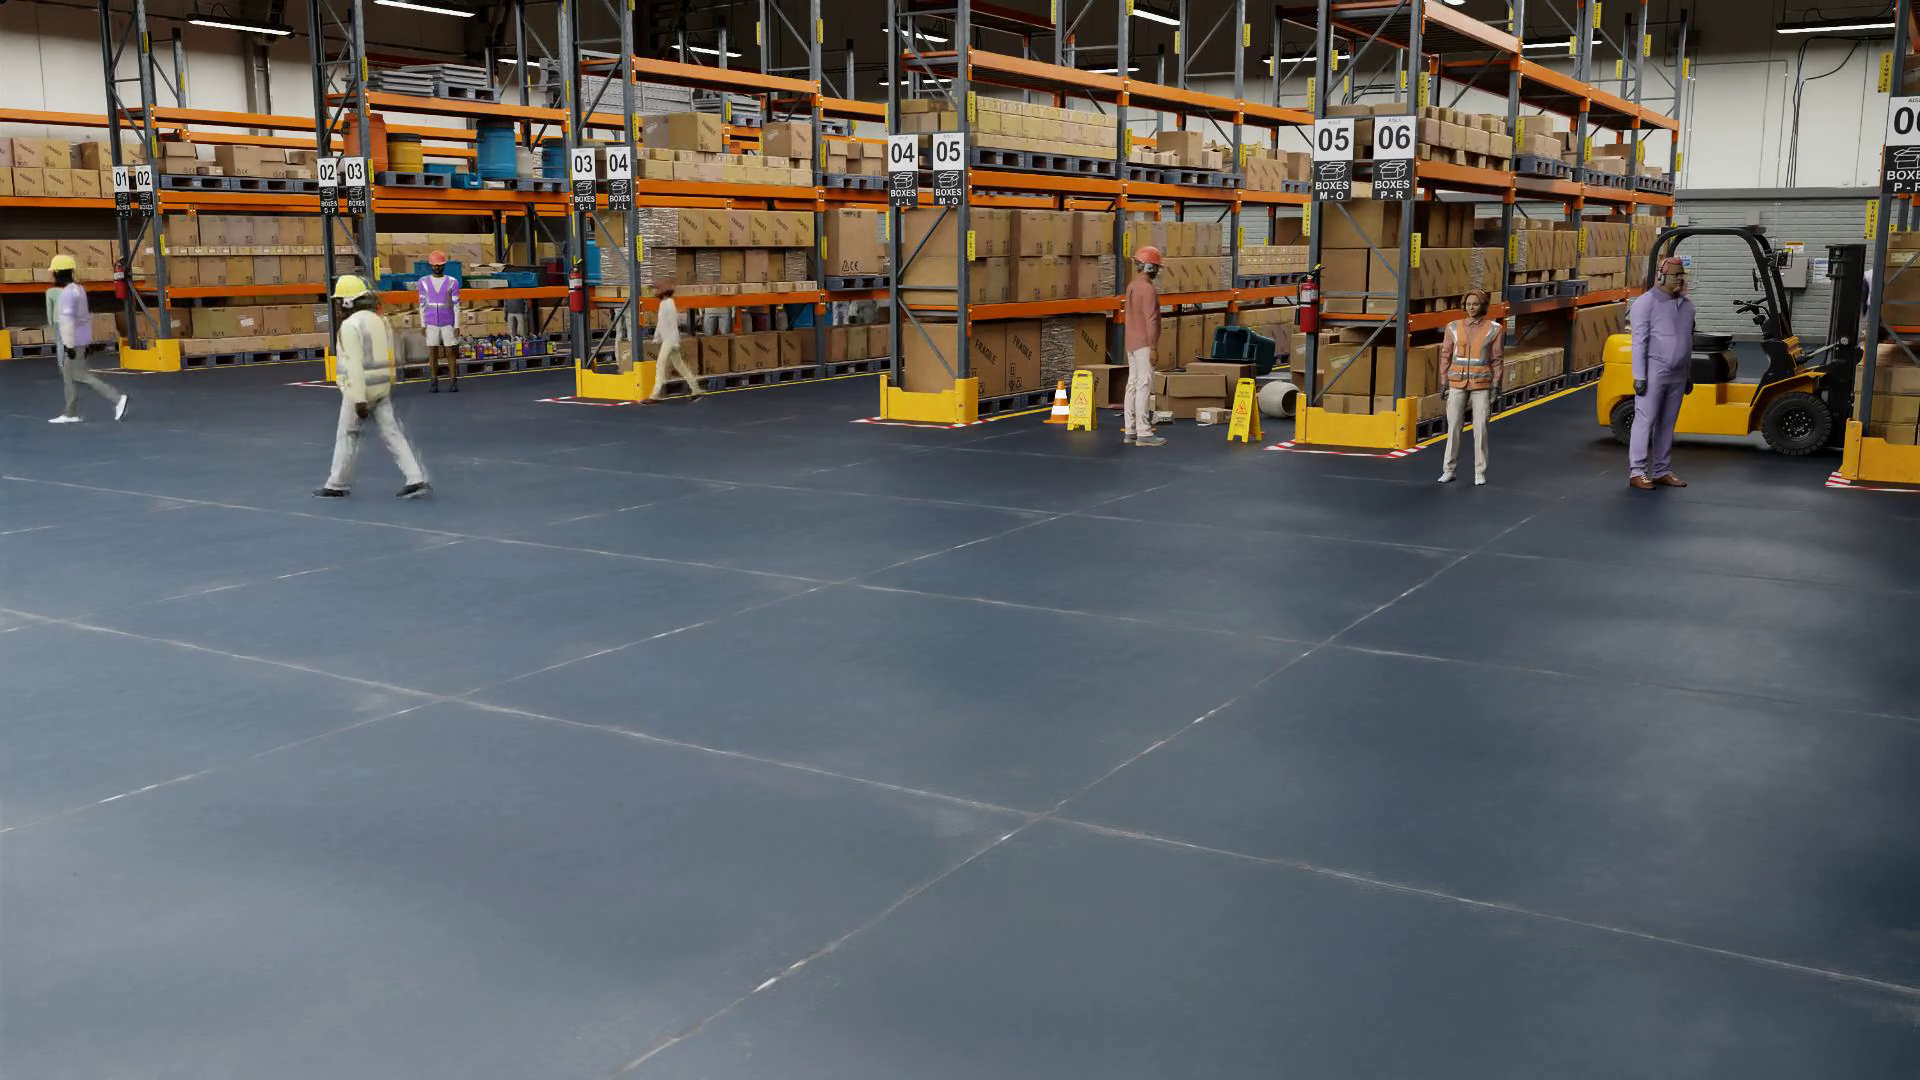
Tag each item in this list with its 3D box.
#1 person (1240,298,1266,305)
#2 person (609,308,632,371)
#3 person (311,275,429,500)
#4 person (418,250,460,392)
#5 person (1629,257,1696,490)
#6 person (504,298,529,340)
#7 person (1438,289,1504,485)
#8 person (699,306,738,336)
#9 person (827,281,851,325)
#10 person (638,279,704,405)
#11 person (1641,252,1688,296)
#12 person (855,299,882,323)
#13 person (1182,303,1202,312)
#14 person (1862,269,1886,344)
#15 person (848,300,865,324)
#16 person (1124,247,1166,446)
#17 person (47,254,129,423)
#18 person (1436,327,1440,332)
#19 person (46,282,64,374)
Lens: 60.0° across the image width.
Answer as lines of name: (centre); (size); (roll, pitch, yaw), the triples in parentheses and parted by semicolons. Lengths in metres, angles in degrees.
person: (5.613, -4.630, 31.999); (0.555, 1.911, 0.848); (9, 13, 40)
person: (-5.329, -3.609, 26.403); (0.519, 1.865, 0.335); (2, 10, 13)
person: (-4.647, -1.182, 13.066); (0.947, 1.783, 0.613); (2, 10, 9)
person: (-7.065, -2.960, 22.604); (0.540, 1.930, 0.384); (-2, 10, -9)
person: (5.823, -1.371, 13.749); (0.641, 1.908, 0.407); (-5, 11, -26)
person: (-7.566, -3.848, 28.382); (0.509, 1.632, 0.269); (4, 11, 22)
person: (4.299, -1.285, 14.009); (0.514, 1.641, 0.307); (5, 11, 27)
person: (-3.675, -3.447, 25.329); (0.623, 1.931, 0.365); (1, 10, 3)
person: (-2.267, -4.523, 31.559); (0.524, 1.857, 0.358); (0, 10, 2)
person: (-3.643, -2.506, 21.008); (0.843, 1.581, 0.496); (-3, 11, -17)
person: (10.715, -3.443, 25.381); (0.680, 1.892, 0.437); (6, 12, 29)
person: (-1.654, -4.242, 30.104); (0.427, 1.802, 0.612); (-8, 13, -36)
person: (3.914, -3.887, 28.613); (0.509, 1.629, 0.318); (3, 11, 17)
person: (15.861, -4.027, 28.614); (0.615, 1.904, 0.538); (9, 14, 43)
person: (-1.785, -4.493, 30.928); (0.832, 2.012, 0.620); (-8, 13, -37)
person: (1.859, -1.943, 16.726); (0.393, 1.986, 0.611); (-3, 11, -16)
person: (-9.880, -2.259, 18.736); (0.792, 1.907, 0.599); (-3, 11, -19)
person: (9.272, -4.667, 32.229); (0.590, 1.910, 0.565); (9, 13, 40)
person: (-13.941, -3.384, 25.892); (0.498, 1.610, 0.743); (-4, 11, -21)
